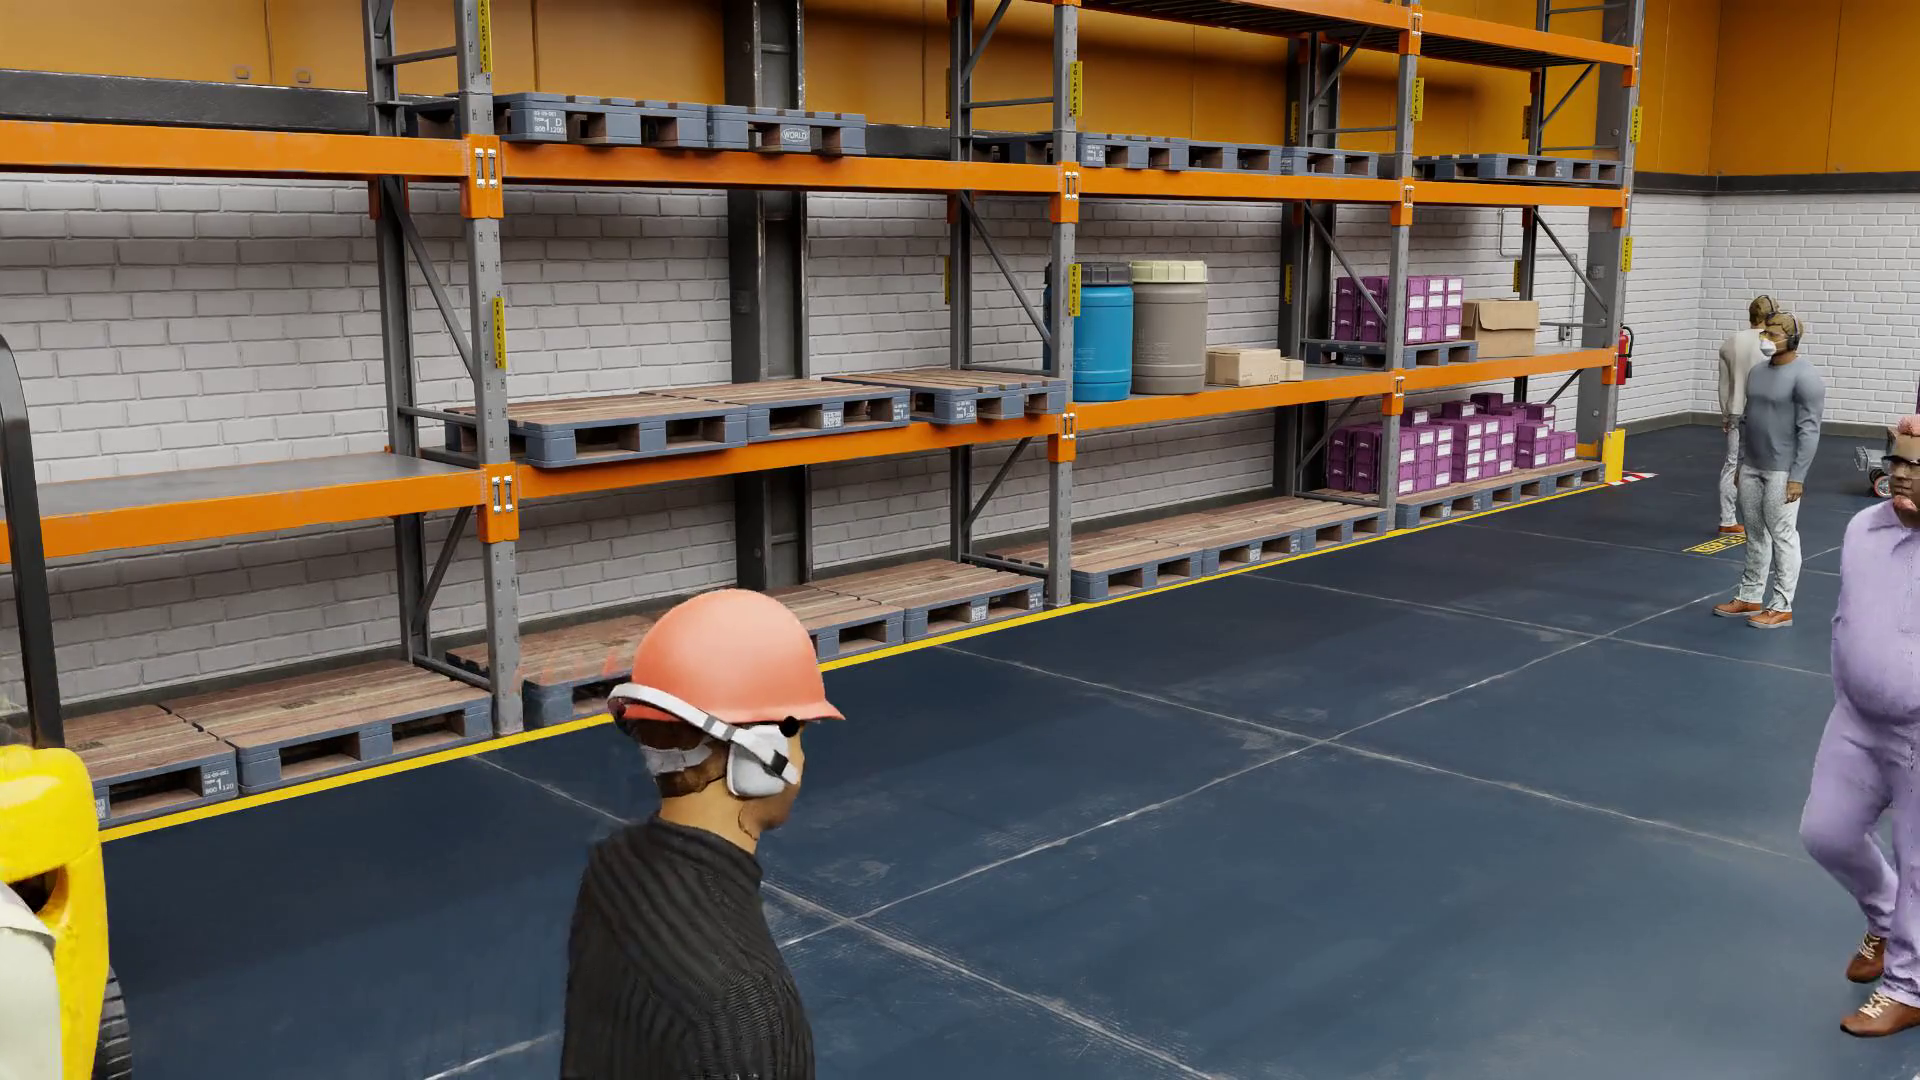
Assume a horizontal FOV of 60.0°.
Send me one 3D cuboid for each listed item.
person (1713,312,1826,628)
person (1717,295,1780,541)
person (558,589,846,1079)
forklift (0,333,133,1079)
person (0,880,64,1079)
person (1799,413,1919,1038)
[{"bbox_3d":[5.009,-0.430,10.268,0.371,1.940,0.630,-2,11,-11],"label":"person"},{"bbox_3d":[6.274,-0.957,13.143,0.372,1.940,0.630,-5,12,-26],"label":"person"},{"bbox_3d":[-0.443,1.048,2.182,0.813,1.958,0.652,-5,11,-24],"label":"person"},{"bbox_3d":[-3.289,0.485,4.582,1.214,2.155,2.313,-10,14,-44],"label":"forklift"},{"bbox_3d":[-1.574,1.067,2.451,0.627,1.810,0.433,6,12,28],"label":"person"},{"bbox_3d":[2.848,0.561,4.984,0.449,1.895,0.644,-4,11,-22],"label":"person"}]
